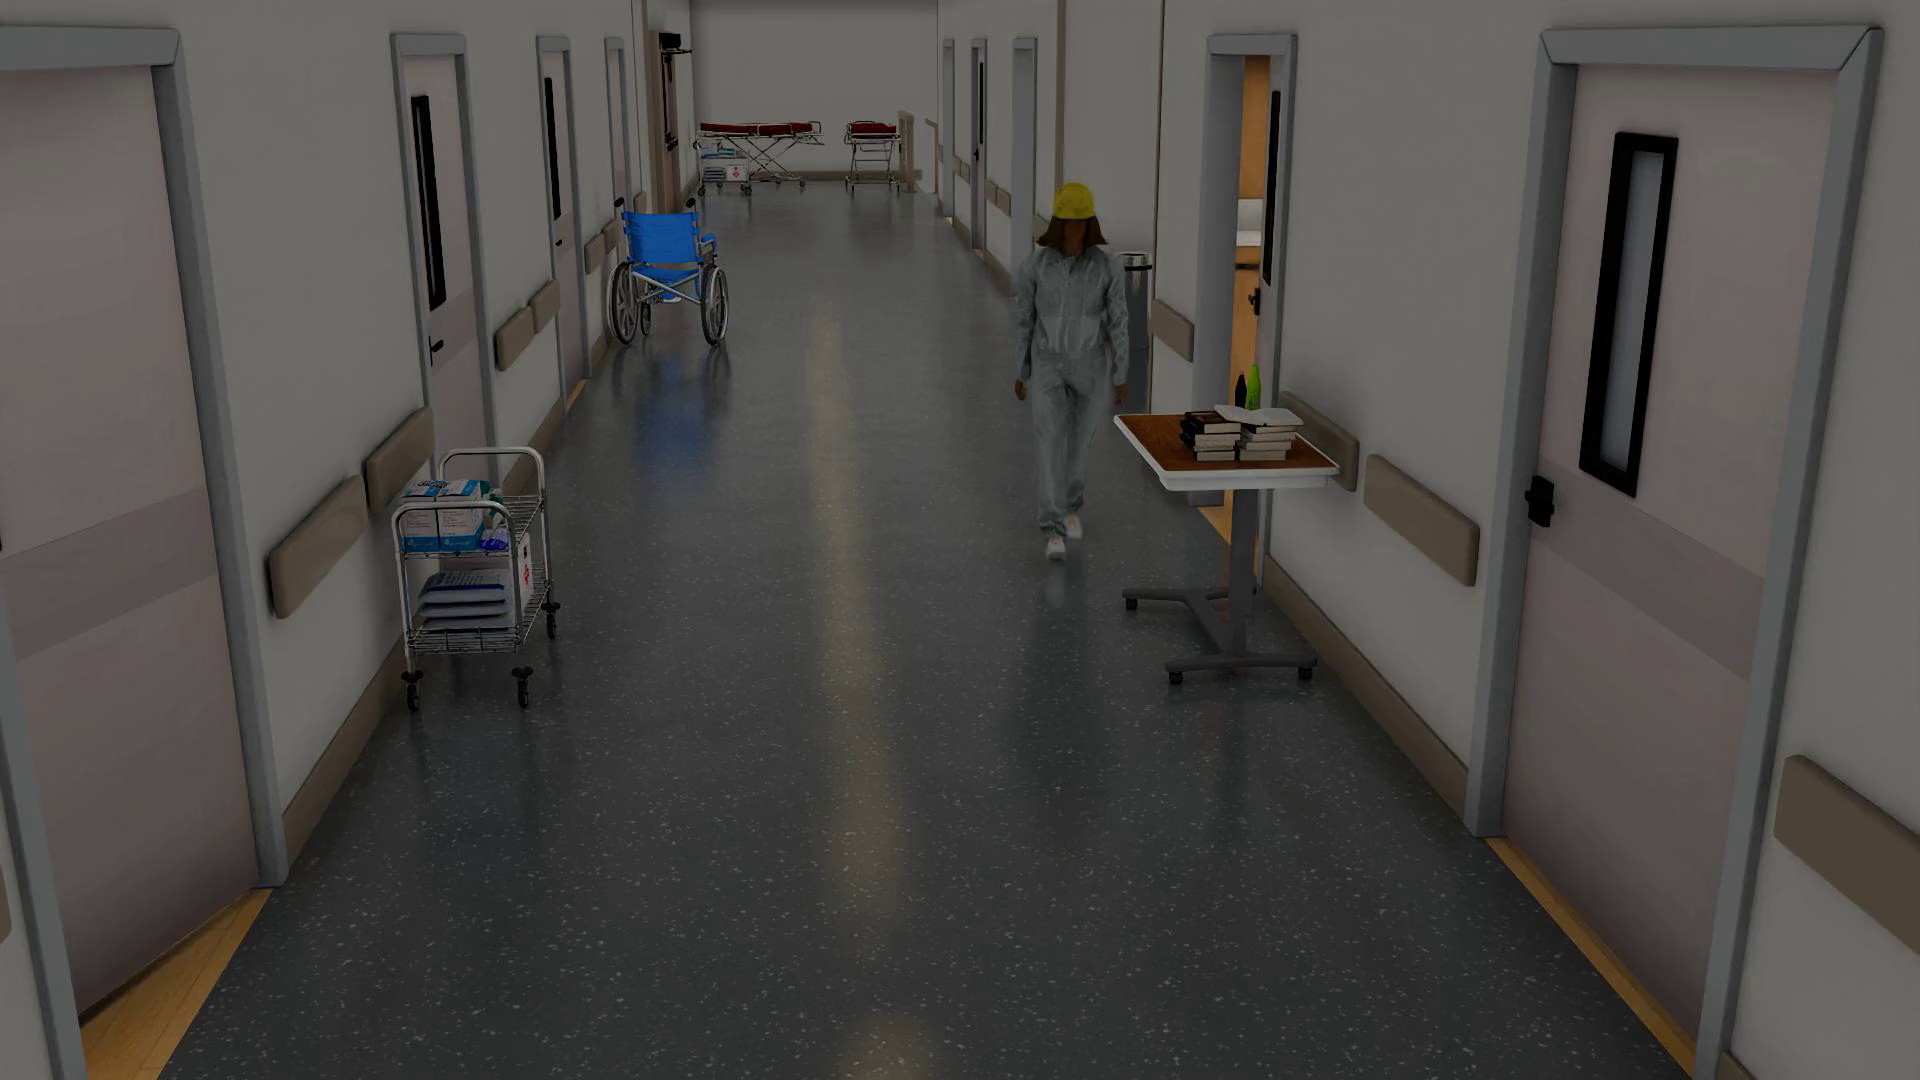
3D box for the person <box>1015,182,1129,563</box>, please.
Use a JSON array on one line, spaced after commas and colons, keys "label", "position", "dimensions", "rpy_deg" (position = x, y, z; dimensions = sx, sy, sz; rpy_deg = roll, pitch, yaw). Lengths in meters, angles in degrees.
[{"label": "person", "position": [0.510, -0.752, 7.550], "dimensions": [0.506, 1.693, 0.921], "rpy_deg": [-1, 17, -3]}]
